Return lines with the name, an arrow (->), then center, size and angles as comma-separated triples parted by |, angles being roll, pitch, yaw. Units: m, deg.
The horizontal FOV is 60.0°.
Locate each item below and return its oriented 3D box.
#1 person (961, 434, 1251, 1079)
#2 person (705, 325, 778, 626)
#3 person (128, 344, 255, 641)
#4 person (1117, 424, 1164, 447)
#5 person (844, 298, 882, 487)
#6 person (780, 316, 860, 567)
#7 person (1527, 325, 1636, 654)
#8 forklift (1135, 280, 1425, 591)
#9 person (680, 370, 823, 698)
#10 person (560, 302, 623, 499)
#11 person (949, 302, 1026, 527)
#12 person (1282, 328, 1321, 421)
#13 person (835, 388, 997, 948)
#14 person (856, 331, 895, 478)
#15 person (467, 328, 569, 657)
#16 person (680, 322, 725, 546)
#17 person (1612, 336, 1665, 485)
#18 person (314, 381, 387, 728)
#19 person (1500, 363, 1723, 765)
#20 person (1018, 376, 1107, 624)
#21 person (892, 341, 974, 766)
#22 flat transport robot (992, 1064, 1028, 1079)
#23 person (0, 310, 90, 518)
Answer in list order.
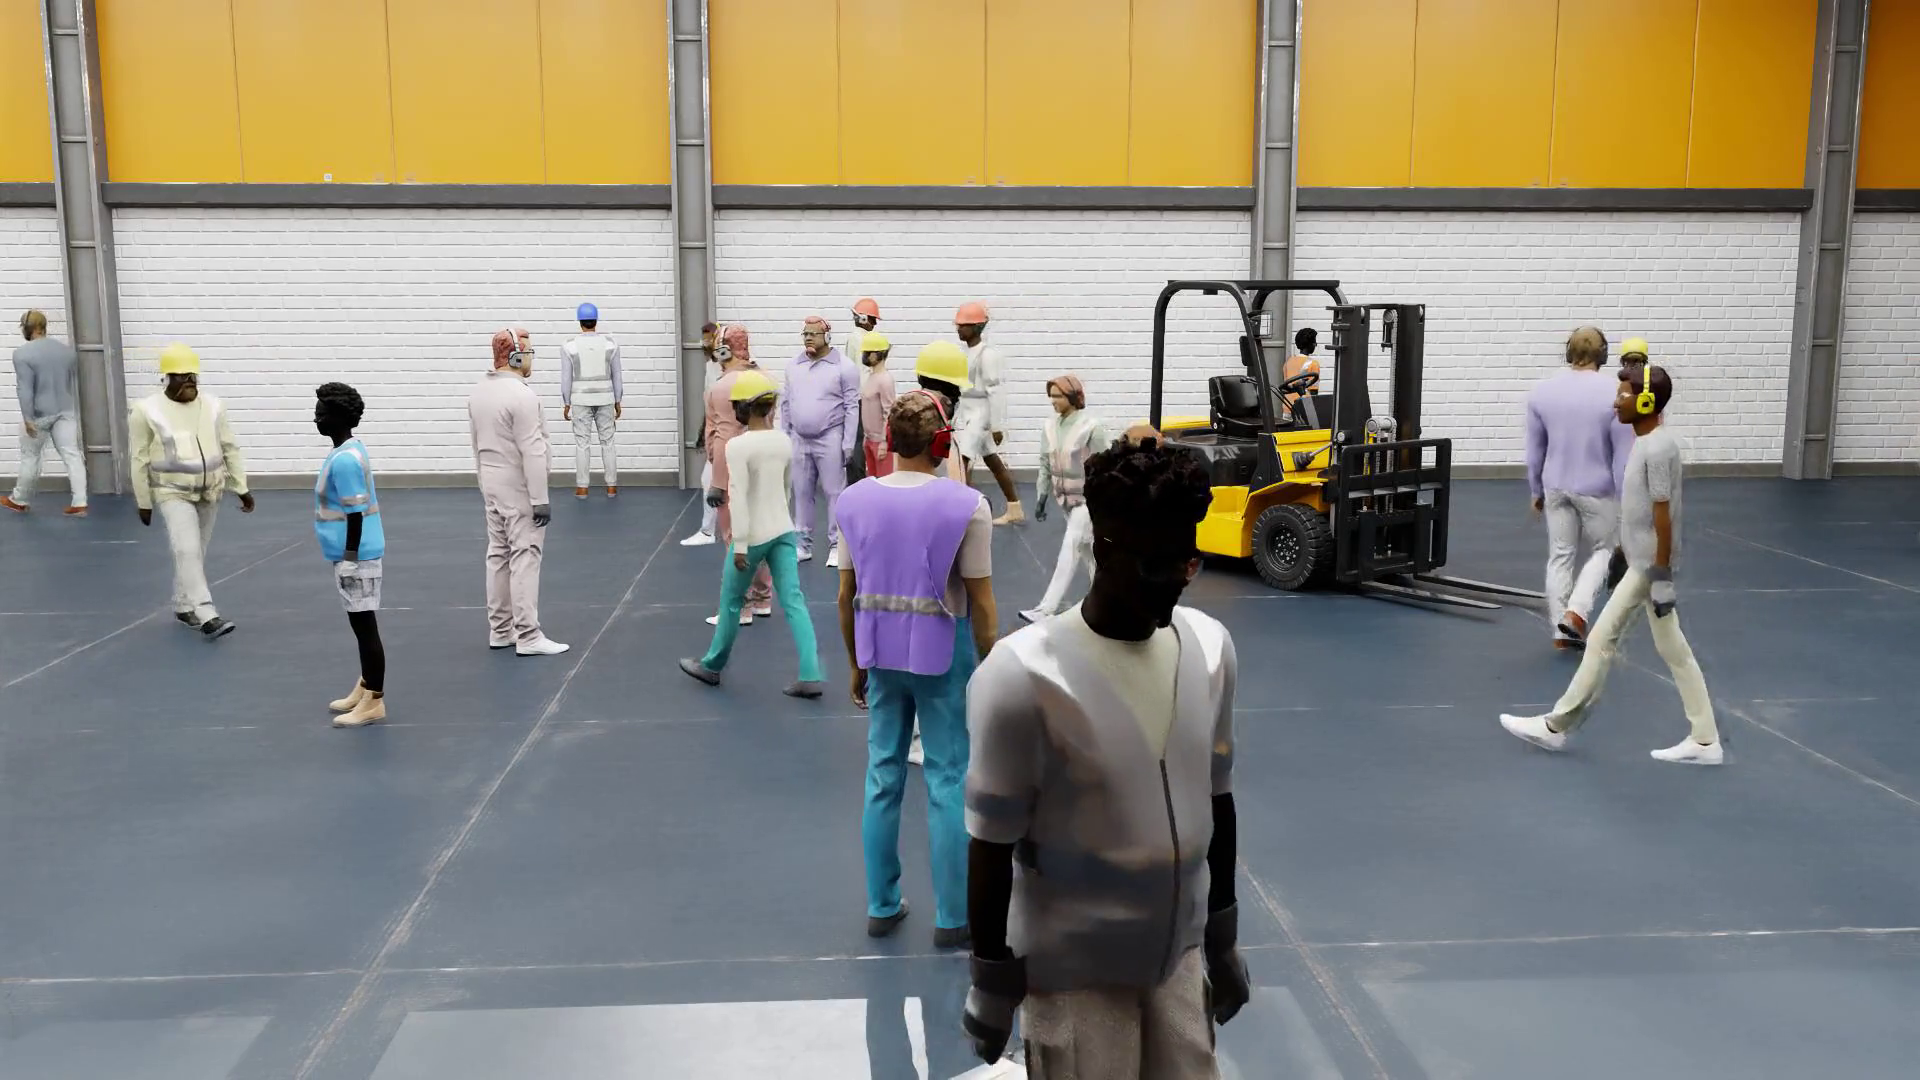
person -> 0.252, 0.746, 3.228 | 0.624, 1.935, 0.603 | -6, 11, -34
person -> -1.416, -0.407, 10.554 | 0.407, 1.902, 0.639 | 4, 10, 21
person -> -4.657, -0.290, 10.158 | 0.901, 1.786, 0.602 | 6, 11, 34
person -> 0.754, 0.293, 7.133 | 0.859, 1.586, 0.501 | -6, 11, -34
person -> -0.959, -1.400, 16.524 | 0.394, 1.985, 0.609 | -2, 9, -15
person -> -1.088, -0.747, 12.668 | 0.639, 1.909, 0.409 | 3, 10, 21
person -> 3.607, -0.280, 9.668 | 0.655, 1.926, 0.435 | 8, 12, 42
forklift -> 2.301, -0.860, 12.475 | 1.214, 2.155, 2.313 | -6, 11, -35
person -> -1.077, -0.033, 8.768 | 0.925, 1.710, 0.548 | 6, 11, 35
person -> -3.646, -1.378, 16.494 | 0.605, 1.950, 0.380 | -4, 10, -21
person -> 0.110, -1.062, 14.432 | 1.096, 1.984, 0.623 | -3, 9, -16
person -> 3.449, -1.298, 16.818 | 0.322, 1.691, 0.532 | -4, 10, -24
person -> -0.144, 0.428, 5.479 | 0.565, 1.846, 0.390 | 4, 10, 24
person -> -0.680, -0.800, 13.442 | 0.322, 1.766, 0.541 | -4, 10, -21
person -> -2.578, -0.277, 9.715 | 0.409, 1.907, 0.651 | -9, 13, -44
person -> -1.909, -0.885, 13.770 | 0.855, 1.841, 0.521 | -4, 10, -25
person -> 5.203, -0.718, 12.988 | 0.528, 1.743, 0.735 | 3, 10, 21
person -> -2.999, 0.070, 8.193 | 0.322, 1.697, 0.534 | -3, 10, -19
person -> 3.046, 0.109, 7.582 | 0.993, 1.814, 0.541 | 4, 10, 23
person -> 0.690, -0.235, 10.438 | 0.898, 1.576, 0.530 | -7, 11, -36
person -> -0.120, 0.060, 7.562 | 0.382, 1.919, 0.584 | 2, 9, 13
flat transport robot -> 0.101, 1.479, 3.808 | 1.431, 0.197, 0.652 | -9, 12, -43
person -> -8.414, -1.149, 15.229 | 1.001, 1.884, 0.652 | 4, 10, 22
